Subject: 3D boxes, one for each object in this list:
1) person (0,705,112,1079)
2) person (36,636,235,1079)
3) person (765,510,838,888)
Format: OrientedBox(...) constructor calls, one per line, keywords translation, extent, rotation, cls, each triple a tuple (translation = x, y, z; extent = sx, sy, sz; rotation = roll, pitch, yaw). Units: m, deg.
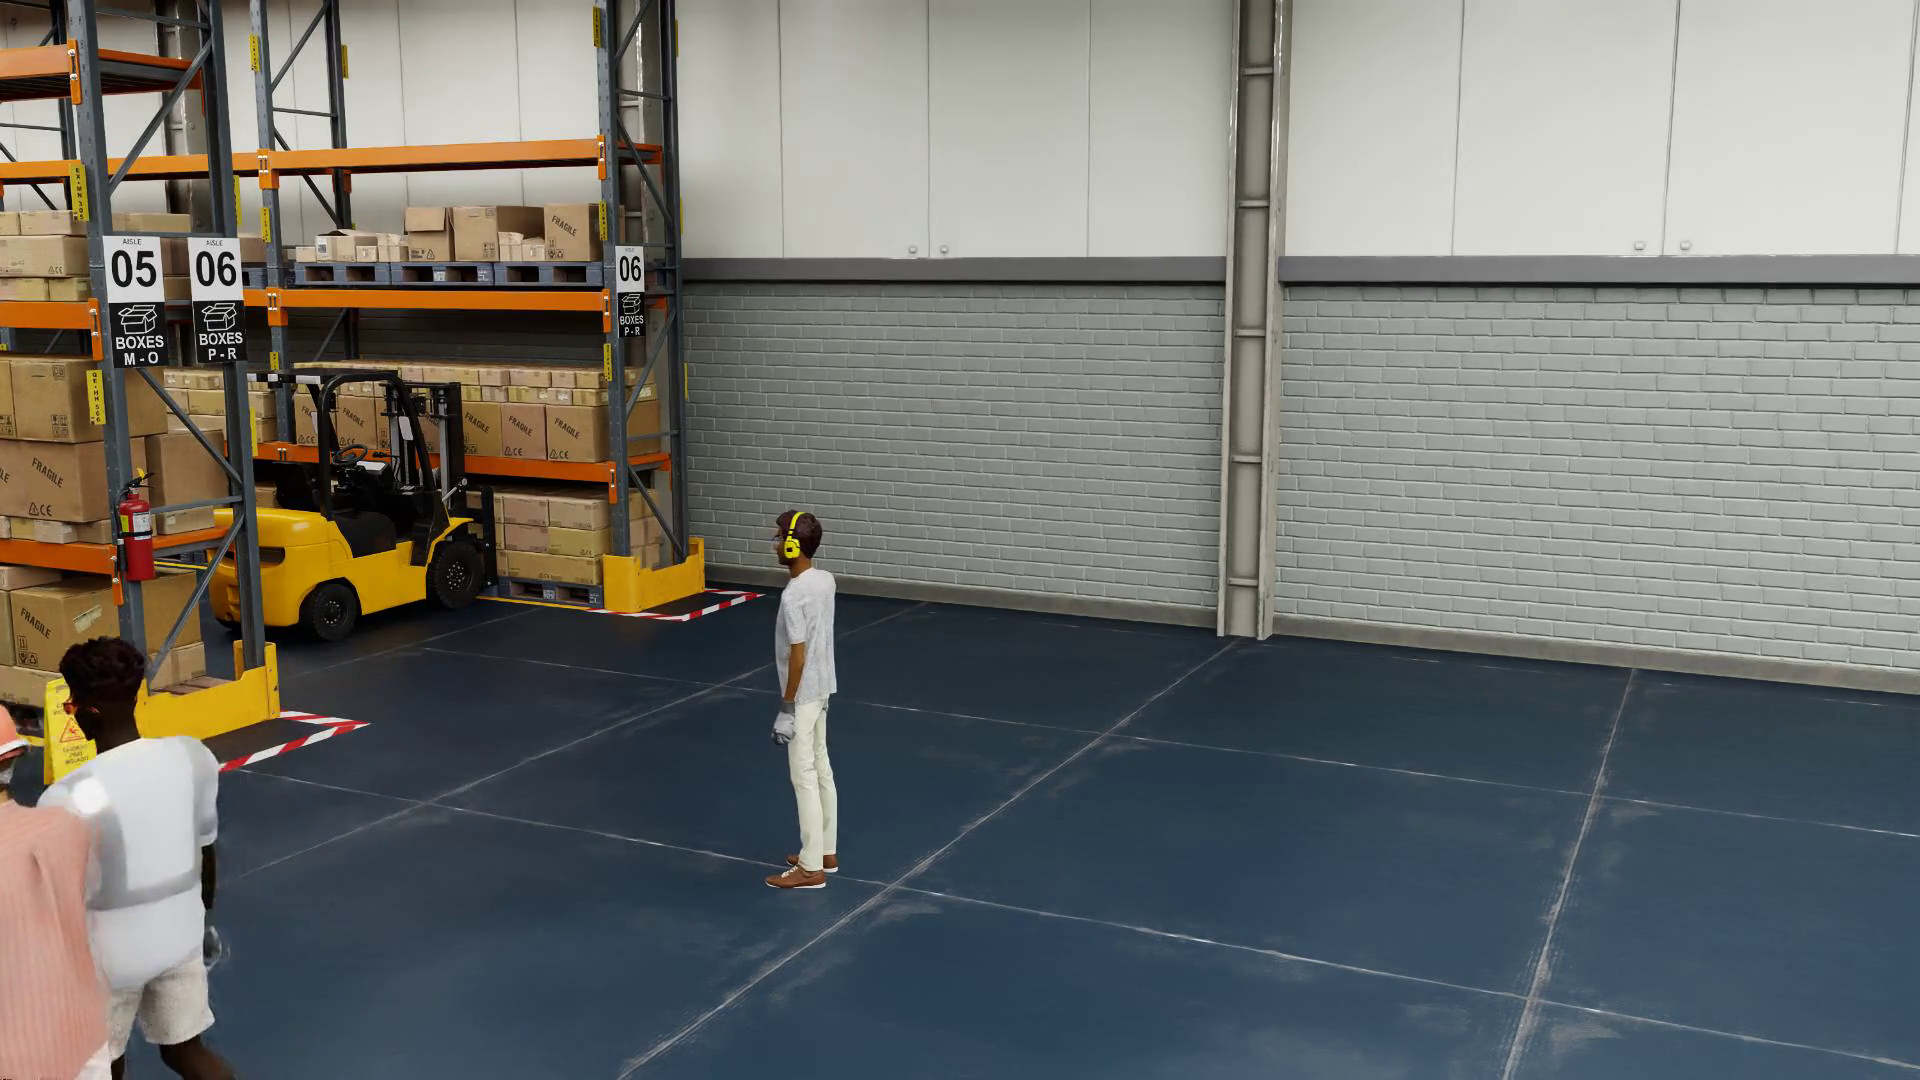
OrientedBox(translation=(-2.562, 1.353, 4.437), extent=(1.036, 1.932, 0.643), rotation=(2, 9, 13), cls="person")
OrientedBox(translation=(-2.472, 1.246, 5.081), extent=(0.775, 1.945, 0.619), rotation=(5, 10, 26), cls="person")
OrientedBox(translation=(-0.780, 0.779, 8.170), extent=(0.329, 1.872, 0.510), rotation=(3, 10, 15), cls="person")
